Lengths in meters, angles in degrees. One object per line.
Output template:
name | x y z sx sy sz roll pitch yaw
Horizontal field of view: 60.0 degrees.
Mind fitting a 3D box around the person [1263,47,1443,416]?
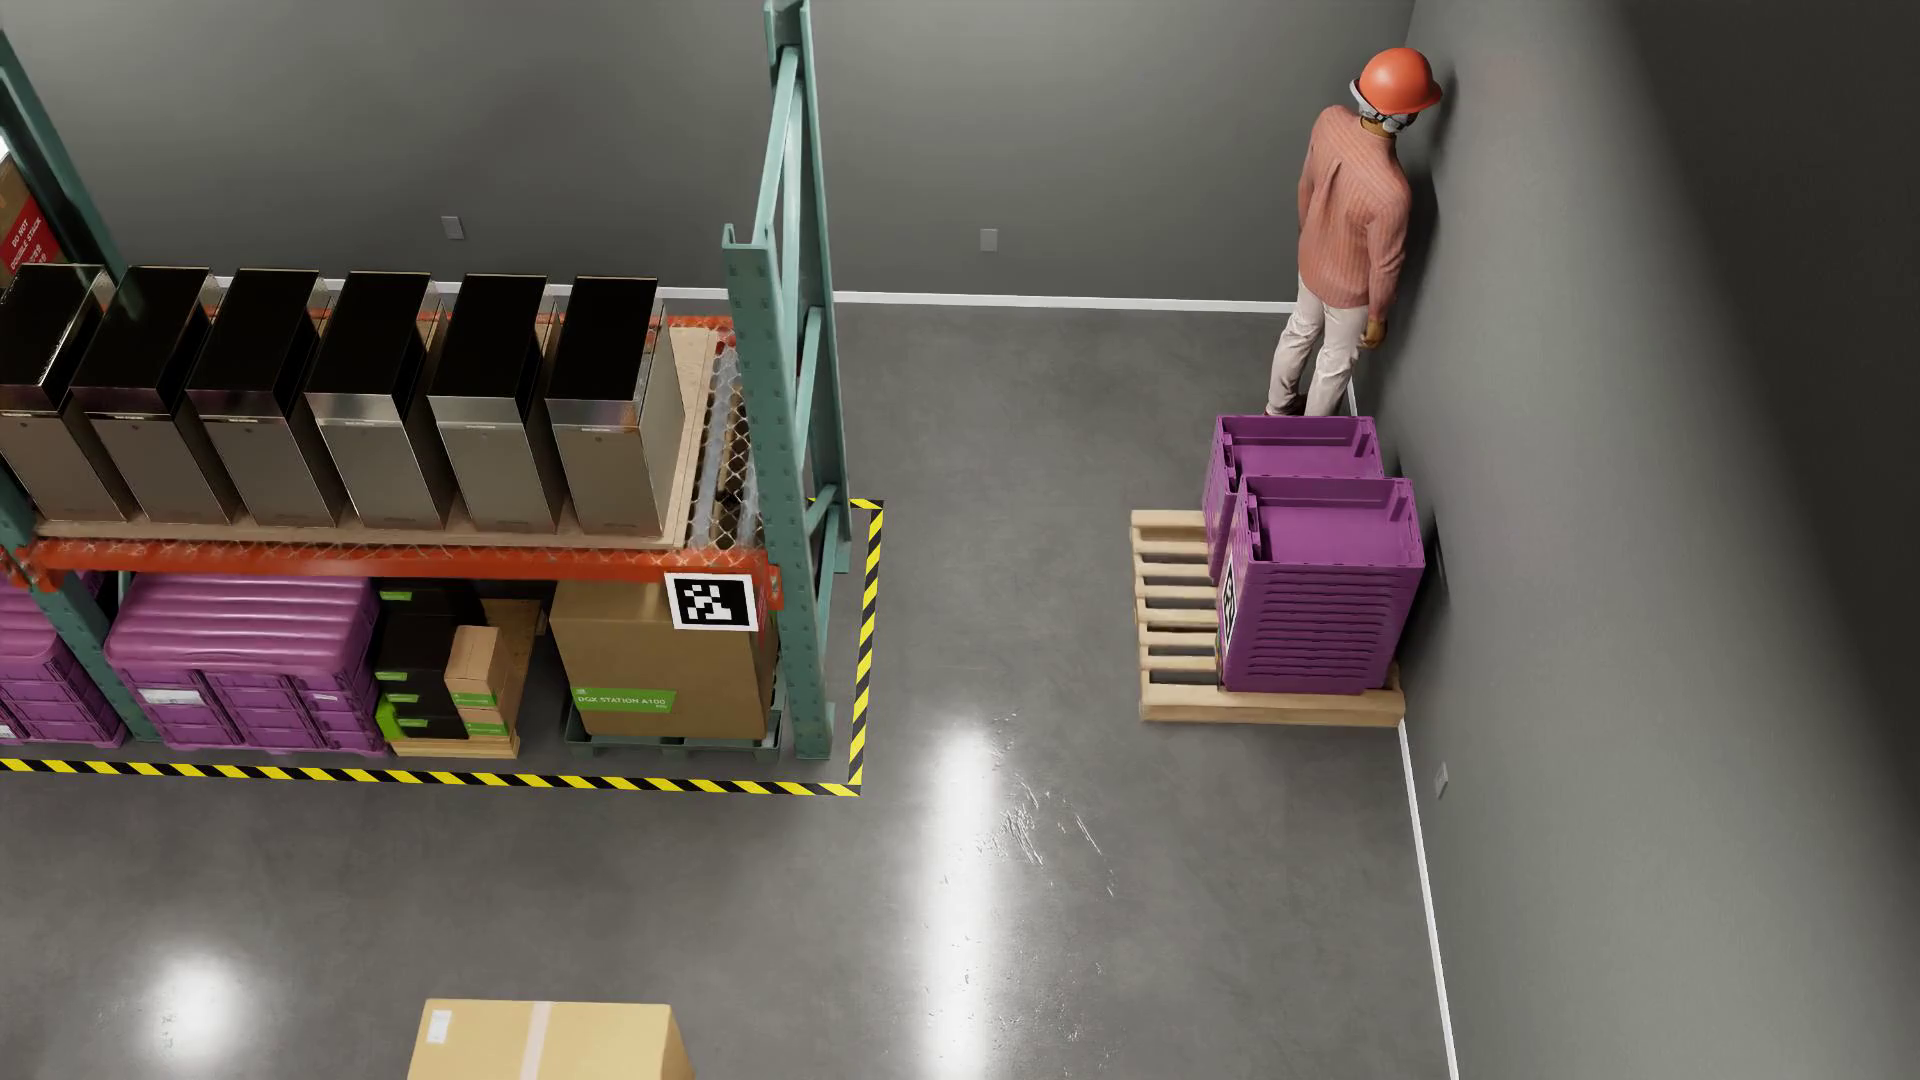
person | 1.508 -1.052 6.485 0.381 1.994 0.622 -18 54 -13
